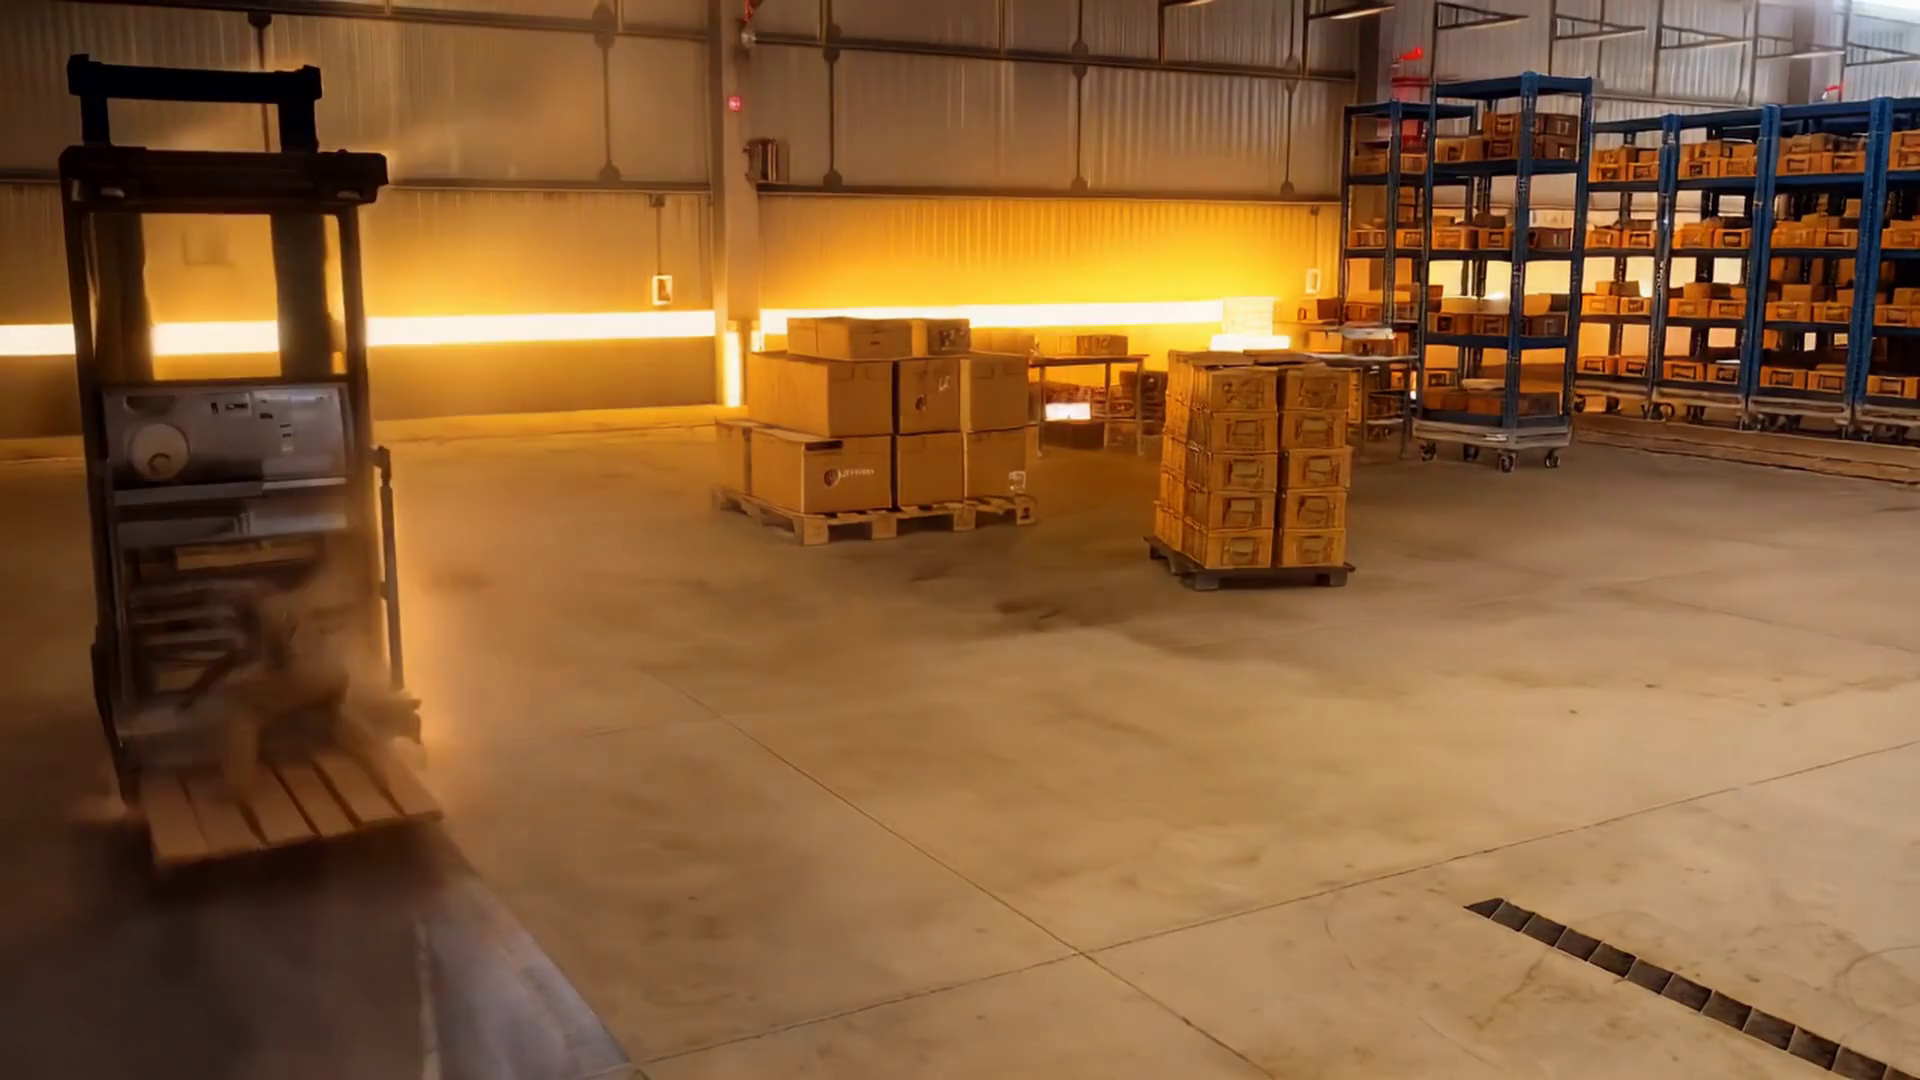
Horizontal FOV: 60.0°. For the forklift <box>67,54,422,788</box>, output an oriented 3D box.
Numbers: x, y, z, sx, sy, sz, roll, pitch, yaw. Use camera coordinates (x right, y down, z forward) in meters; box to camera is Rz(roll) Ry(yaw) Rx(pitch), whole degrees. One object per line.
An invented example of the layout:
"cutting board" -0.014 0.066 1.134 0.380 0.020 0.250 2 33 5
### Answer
"forklift" -3.159 -0.606 7.103 1.129 2.768 1.873 -6 12 -30
